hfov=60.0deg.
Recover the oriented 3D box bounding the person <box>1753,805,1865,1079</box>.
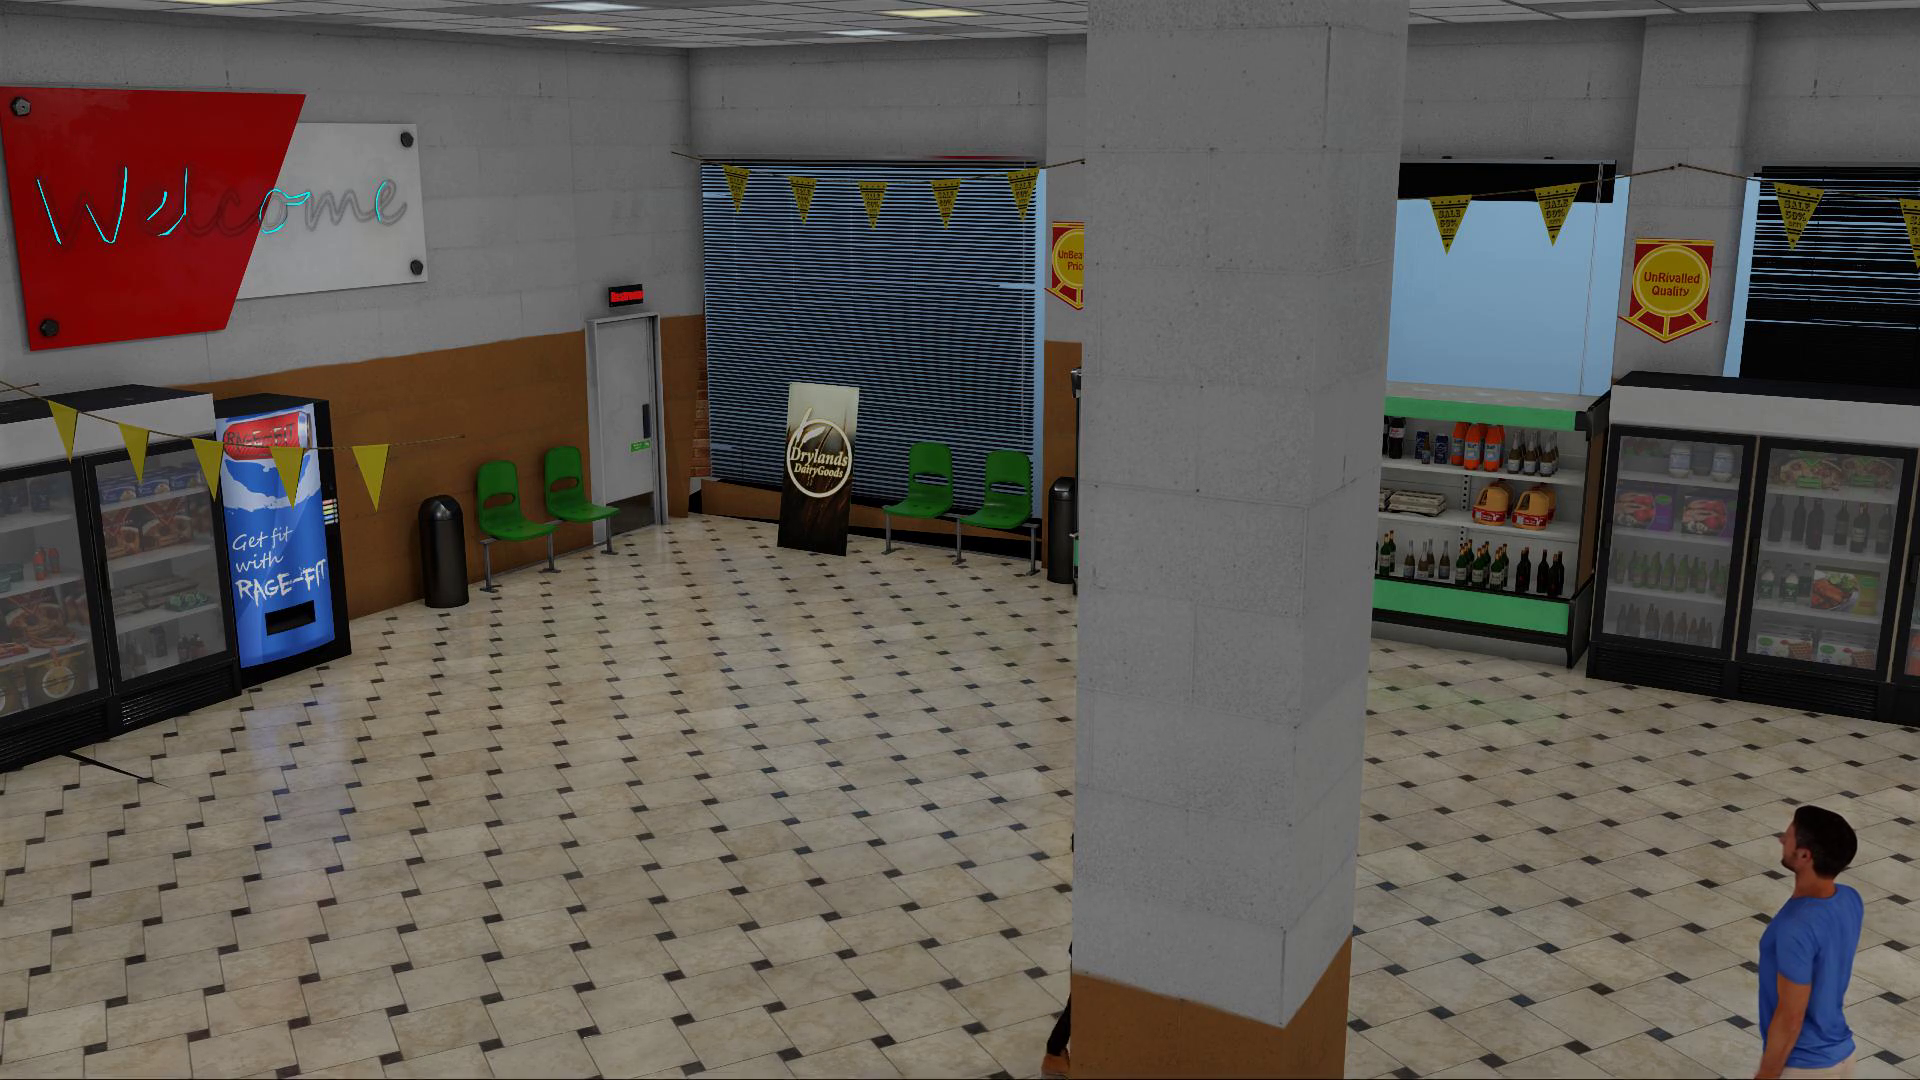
[{"bbox_3d":[2.984,1.834,5.886,0.731,1.862,0.695,-11,18,-38],"label":"person"}]

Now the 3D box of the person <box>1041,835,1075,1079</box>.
[{"bbox_3d":[0.541,1.829,7.326,0.910,1.193,0.717,1,14,5],"label":"person"}]
